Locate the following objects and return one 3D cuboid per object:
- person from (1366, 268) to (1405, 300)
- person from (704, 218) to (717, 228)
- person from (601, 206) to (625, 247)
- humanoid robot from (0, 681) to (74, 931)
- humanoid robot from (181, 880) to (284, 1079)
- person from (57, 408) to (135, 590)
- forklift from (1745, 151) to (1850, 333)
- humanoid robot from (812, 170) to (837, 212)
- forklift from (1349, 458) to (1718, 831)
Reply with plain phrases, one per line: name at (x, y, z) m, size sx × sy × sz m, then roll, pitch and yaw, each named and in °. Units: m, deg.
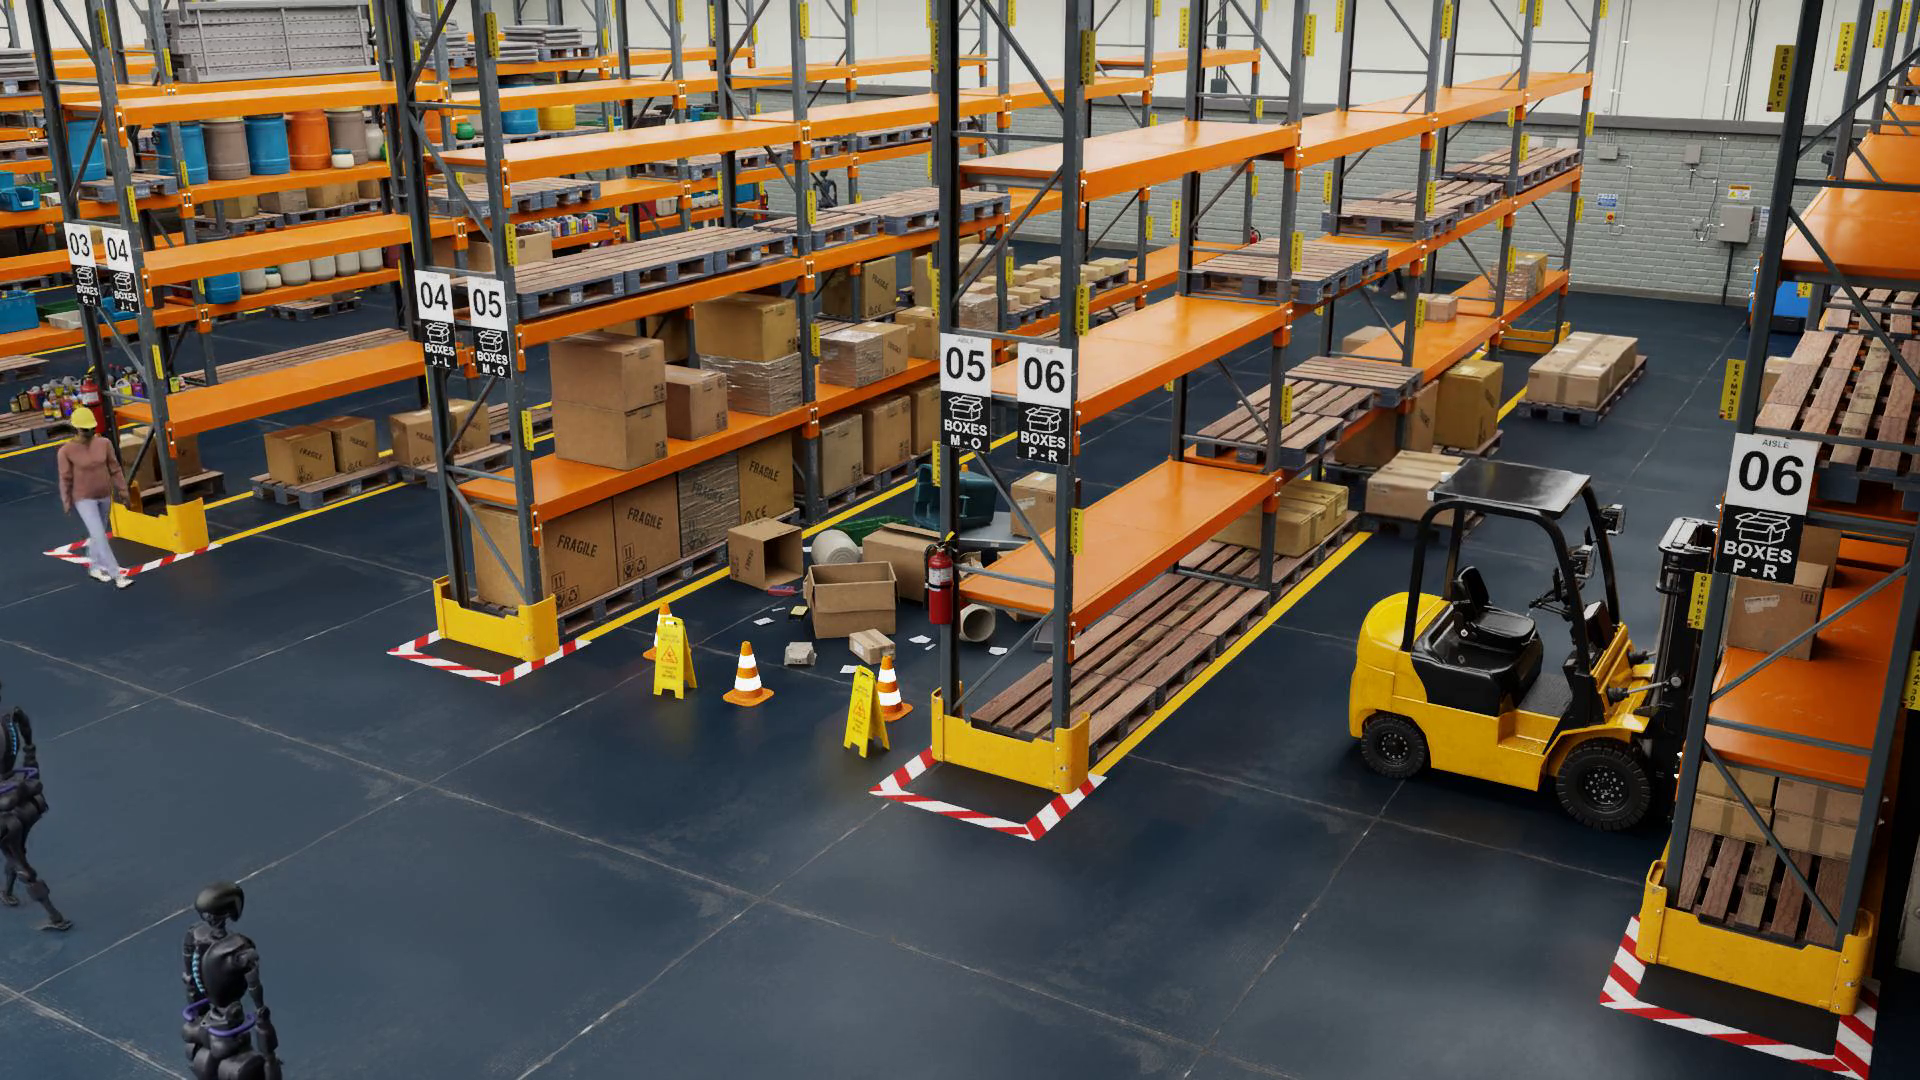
person at (7.484, -5.054, 29.088) m, size 0.853 × 1.650 × 0.535 m, roll 14°, pitch 24°, yaw 35°
person at (-5.235, -7.063, 34.867) m, size 0.489 × 1.688 × 0.349 m, roll -6°, pitch 20°, yaw -17°
person at (-6.514, -5.780, 31.032) m, size 0.532 × 1.736 × 0.914 m, roll 6°, pitch 20°, yaw 16°
humanoid robot at (-5.768, 1.573, 9.966) m, size 0.741 × 1.629 × 0.608 m, roll 4°, pitch 19°, yaw 11°
humanoid robot at (-3.401, 2.324, 7.761) m, size 0.599 × 1.640 × 0.613 m, roll 11°, pitch 22°, yaw 29°
person at (-7.986, -0.381, 15.471) m, size 0.868 × 1.721 × 0.549 m, roll 10°, pitch 22°, yaw 28°
forklift at (13.620, -4.667, 26.137) m, size 1.873 × 2.768 × 1.129 m, roll 11°, pitch 22°, yaw 29°
humanoid robot at (-2.766, -6.882, 34.431) m, size 0.587 × 1.645 × 0.733 m, roll -9°, pitch 21°, yaw -25°
forklift at (3.988, 0.658, 11.776) m, size 2.313 × 2.155 × 1.214 m, roll 11°, pitch 22°, yaw 29°
